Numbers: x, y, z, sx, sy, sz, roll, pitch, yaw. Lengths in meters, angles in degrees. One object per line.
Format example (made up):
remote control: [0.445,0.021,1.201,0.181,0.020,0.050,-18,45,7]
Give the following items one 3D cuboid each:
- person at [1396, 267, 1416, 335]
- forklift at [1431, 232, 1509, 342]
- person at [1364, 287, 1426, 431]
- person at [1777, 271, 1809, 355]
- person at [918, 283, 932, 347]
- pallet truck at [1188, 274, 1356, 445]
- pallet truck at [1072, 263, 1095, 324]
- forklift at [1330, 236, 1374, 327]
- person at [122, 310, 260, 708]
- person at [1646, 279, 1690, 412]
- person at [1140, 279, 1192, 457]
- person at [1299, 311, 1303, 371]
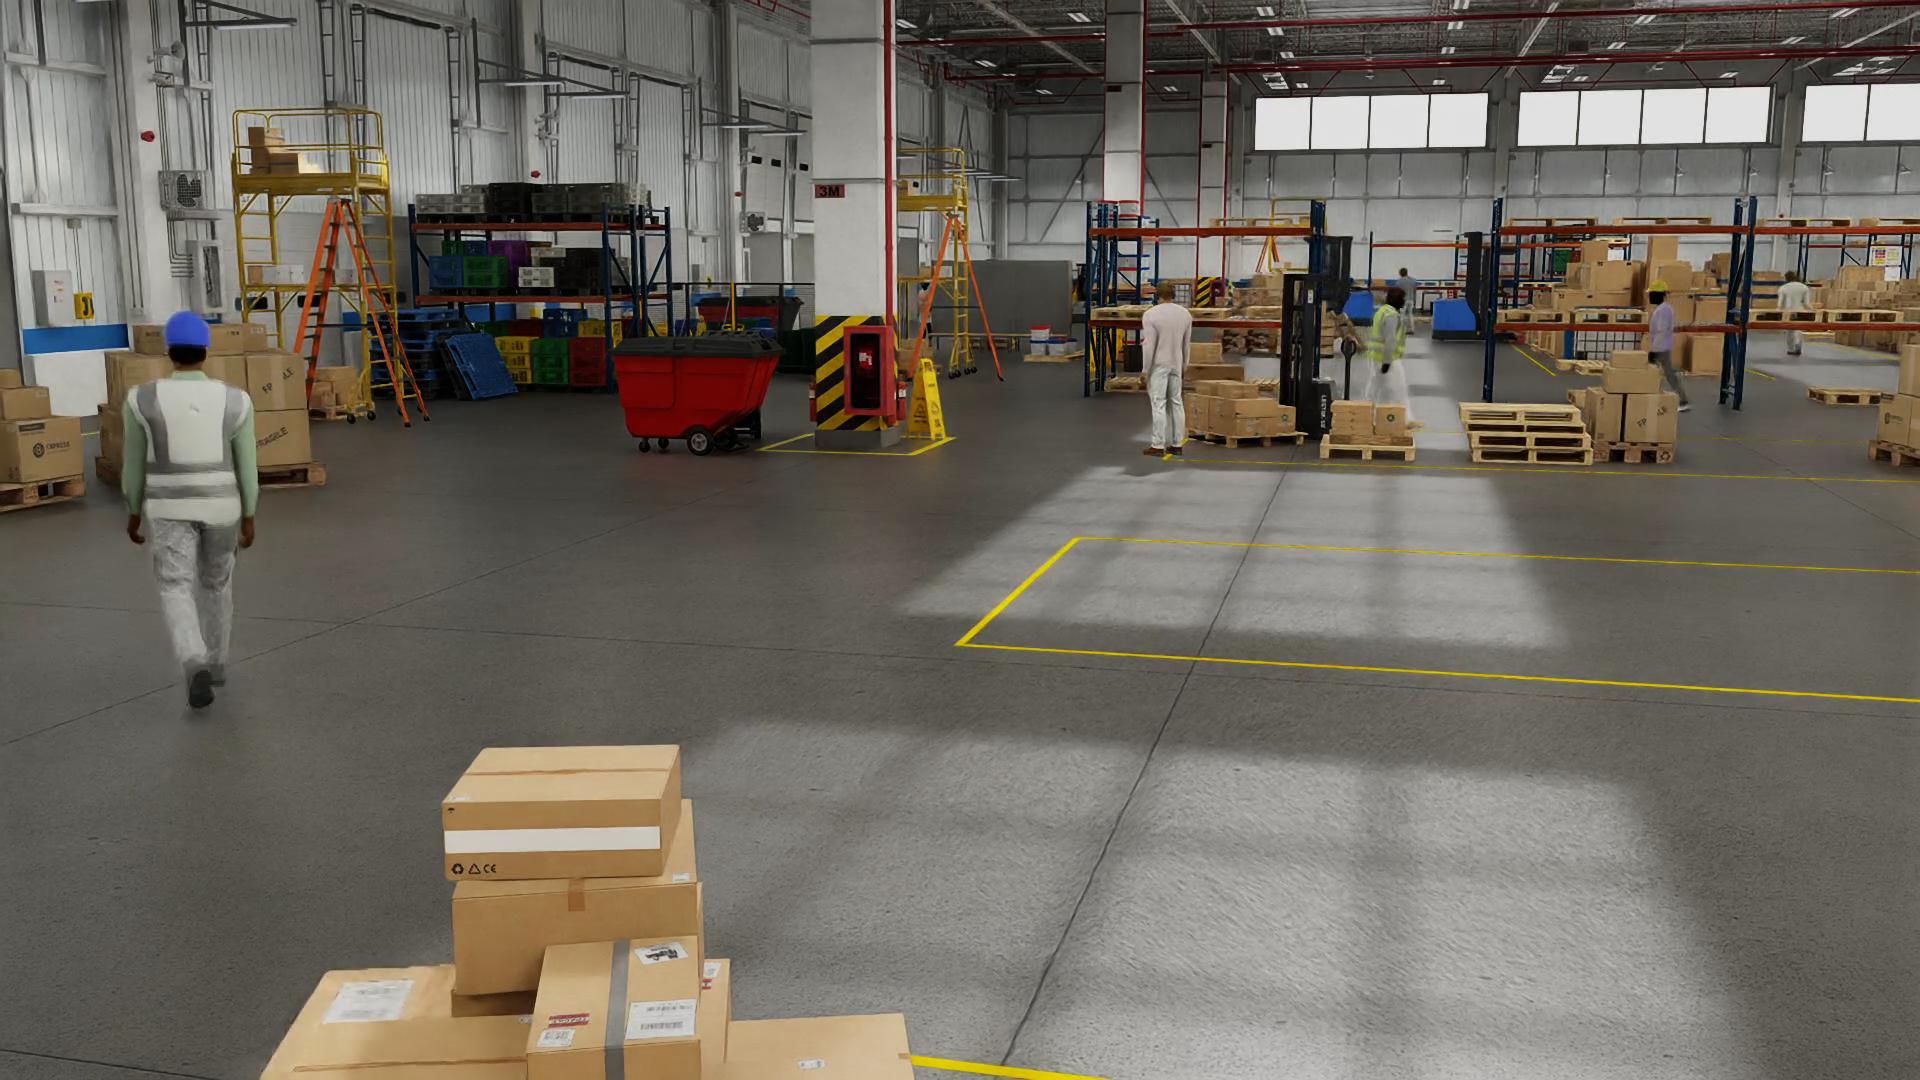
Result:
person: [12.535,-6.712,46.803,0.701,1.912,0.404,-4,10,-21]
forklift: [13.184,-6.527,42.836,1.873,2.768,1.129,2,10,14]
person: [5.477,-2.268,20.918,0.864,1.803,0.640,-1,10,-5]
person: [18.485,-5.029,36.912,0.685,1.893,0.863,3,10,15]
person: [-0.861,-5.582,40.744,0.317,1.700,0.537,-8,12,-39]
pallet truck: [3.653,-2.138,19.590,1.885,1.965,0.823,-4,10,-20]
pallet truck: [4.325,-8.180,55.162,0.823,1.965,1.885,6,11,31]
forklift: [11.773,-7.994,51.471,1.873,2.768,1.129,-2,10,-12]
person: [-3.746,-0.158,8.152,0.601,1.923,0.876,-7,12,-34]
person: [9.848,-2.732,23.466,1.035,1.868,0.606,2,10,10]
person: [2.249,-1.878,18.237,0.635,1.935,0.351,-5,11,-29]
person: [6.700,-4.095,31.900,0.484,1.736,0.346,-8,13,-40]
